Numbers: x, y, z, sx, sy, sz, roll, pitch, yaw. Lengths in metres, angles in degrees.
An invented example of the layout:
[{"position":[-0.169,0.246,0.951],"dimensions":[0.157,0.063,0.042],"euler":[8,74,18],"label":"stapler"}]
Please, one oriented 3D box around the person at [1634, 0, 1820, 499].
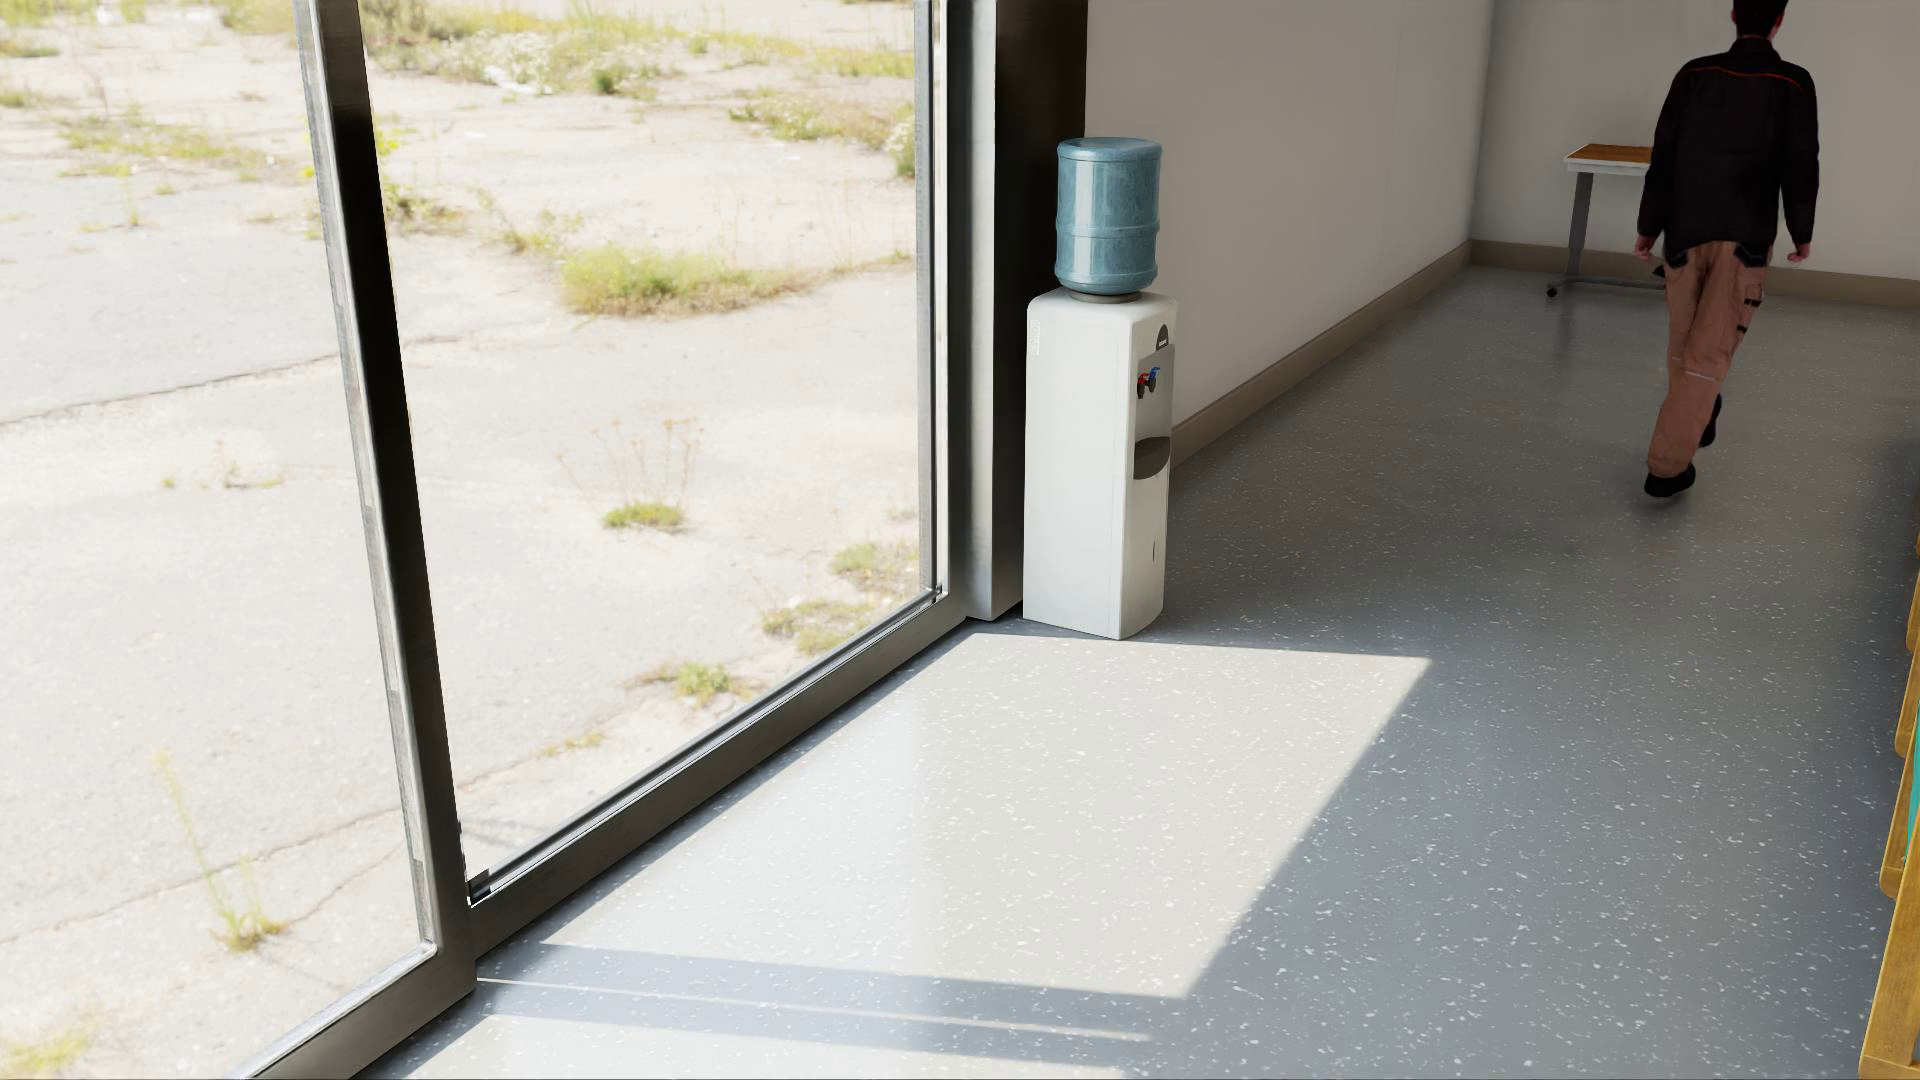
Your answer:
[{"position":[2.772,-1.066,6.156],"dimensions":[1.162,1.878,0.915],"euler":[16,26,36],"label":"person"}]
